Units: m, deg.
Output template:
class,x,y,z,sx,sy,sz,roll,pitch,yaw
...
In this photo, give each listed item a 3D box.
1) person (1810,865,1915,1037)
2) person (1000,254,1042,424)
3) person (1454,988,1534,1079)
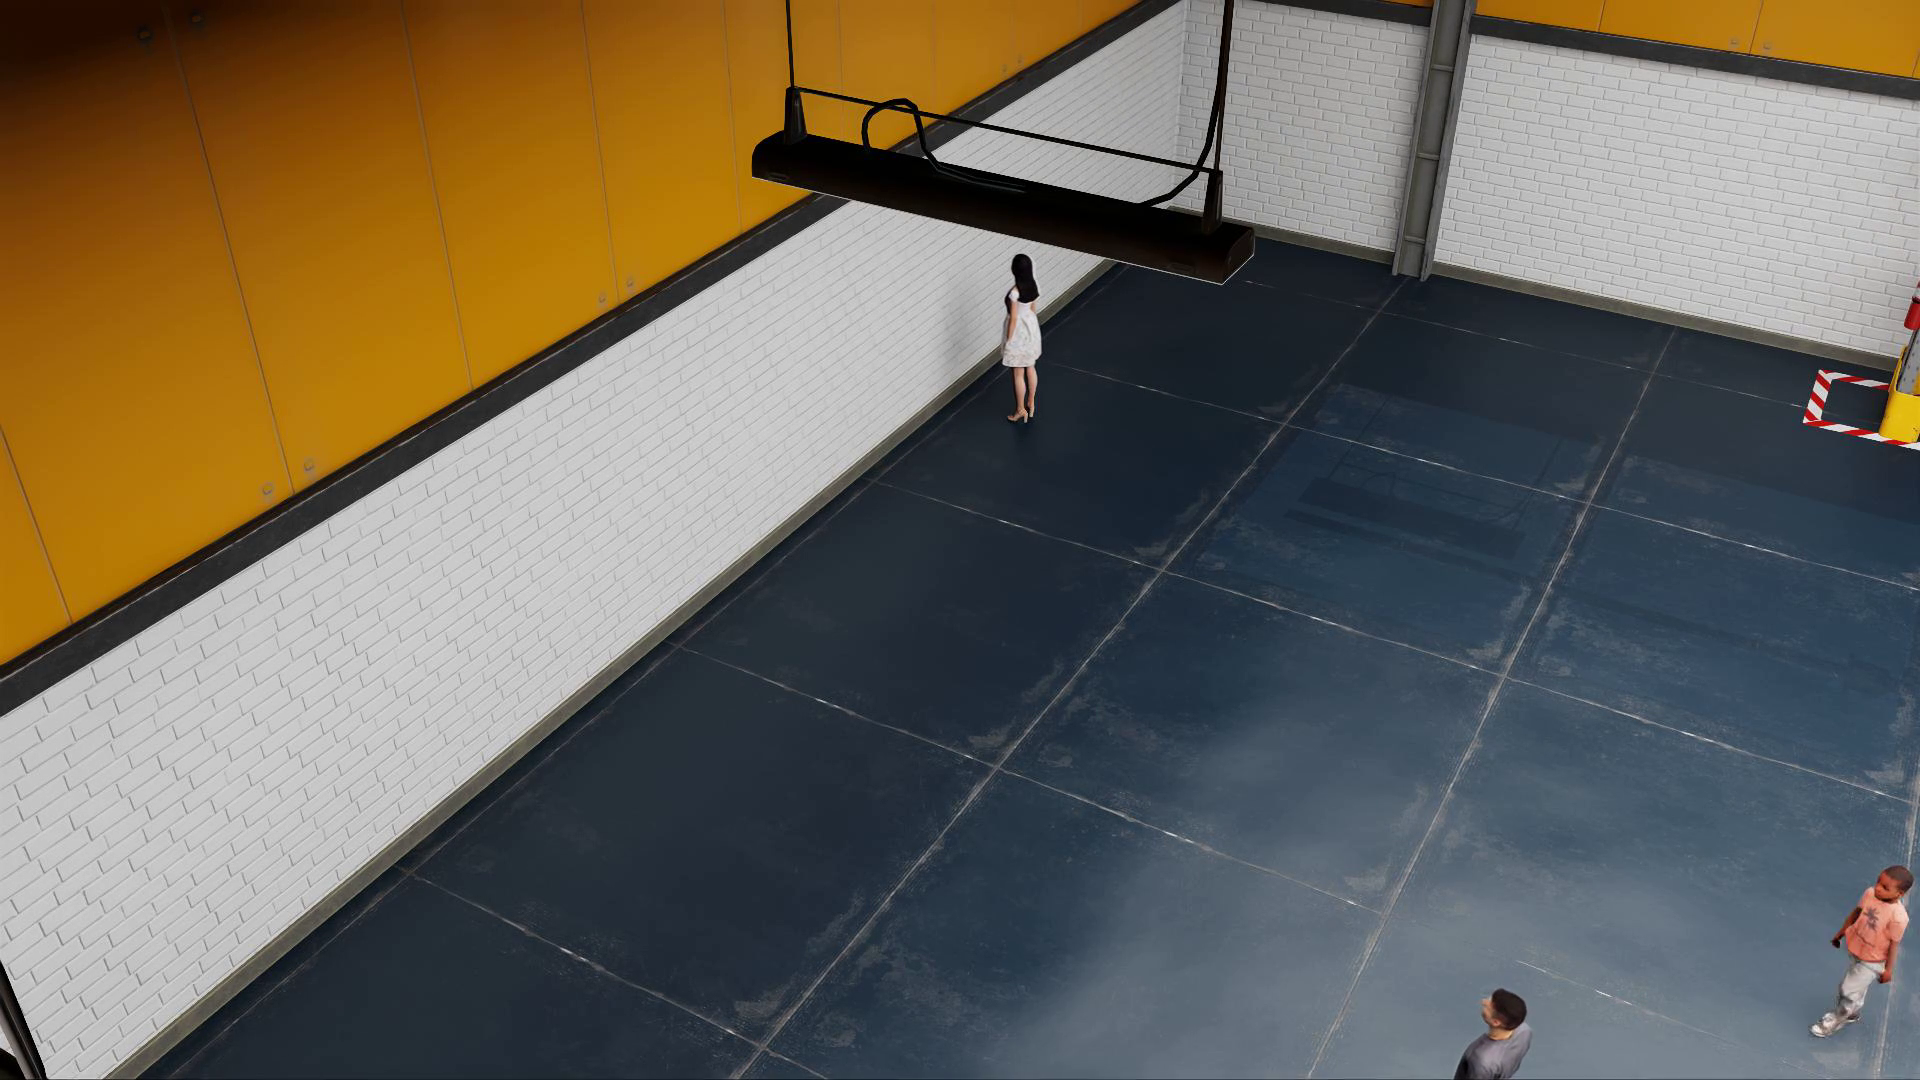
class,x,y,z,sx,sy,sz,roll,pitch,yaw
person,5.583,2.481,10.110,0.717,1.302,0.655,-4,34,-6
person,0.599,-1.992,16.413,0.680,1.773,0.687,24,41,32
person,2.769,3.023,8.880,0.627,1.761,0.669,29,43,36
